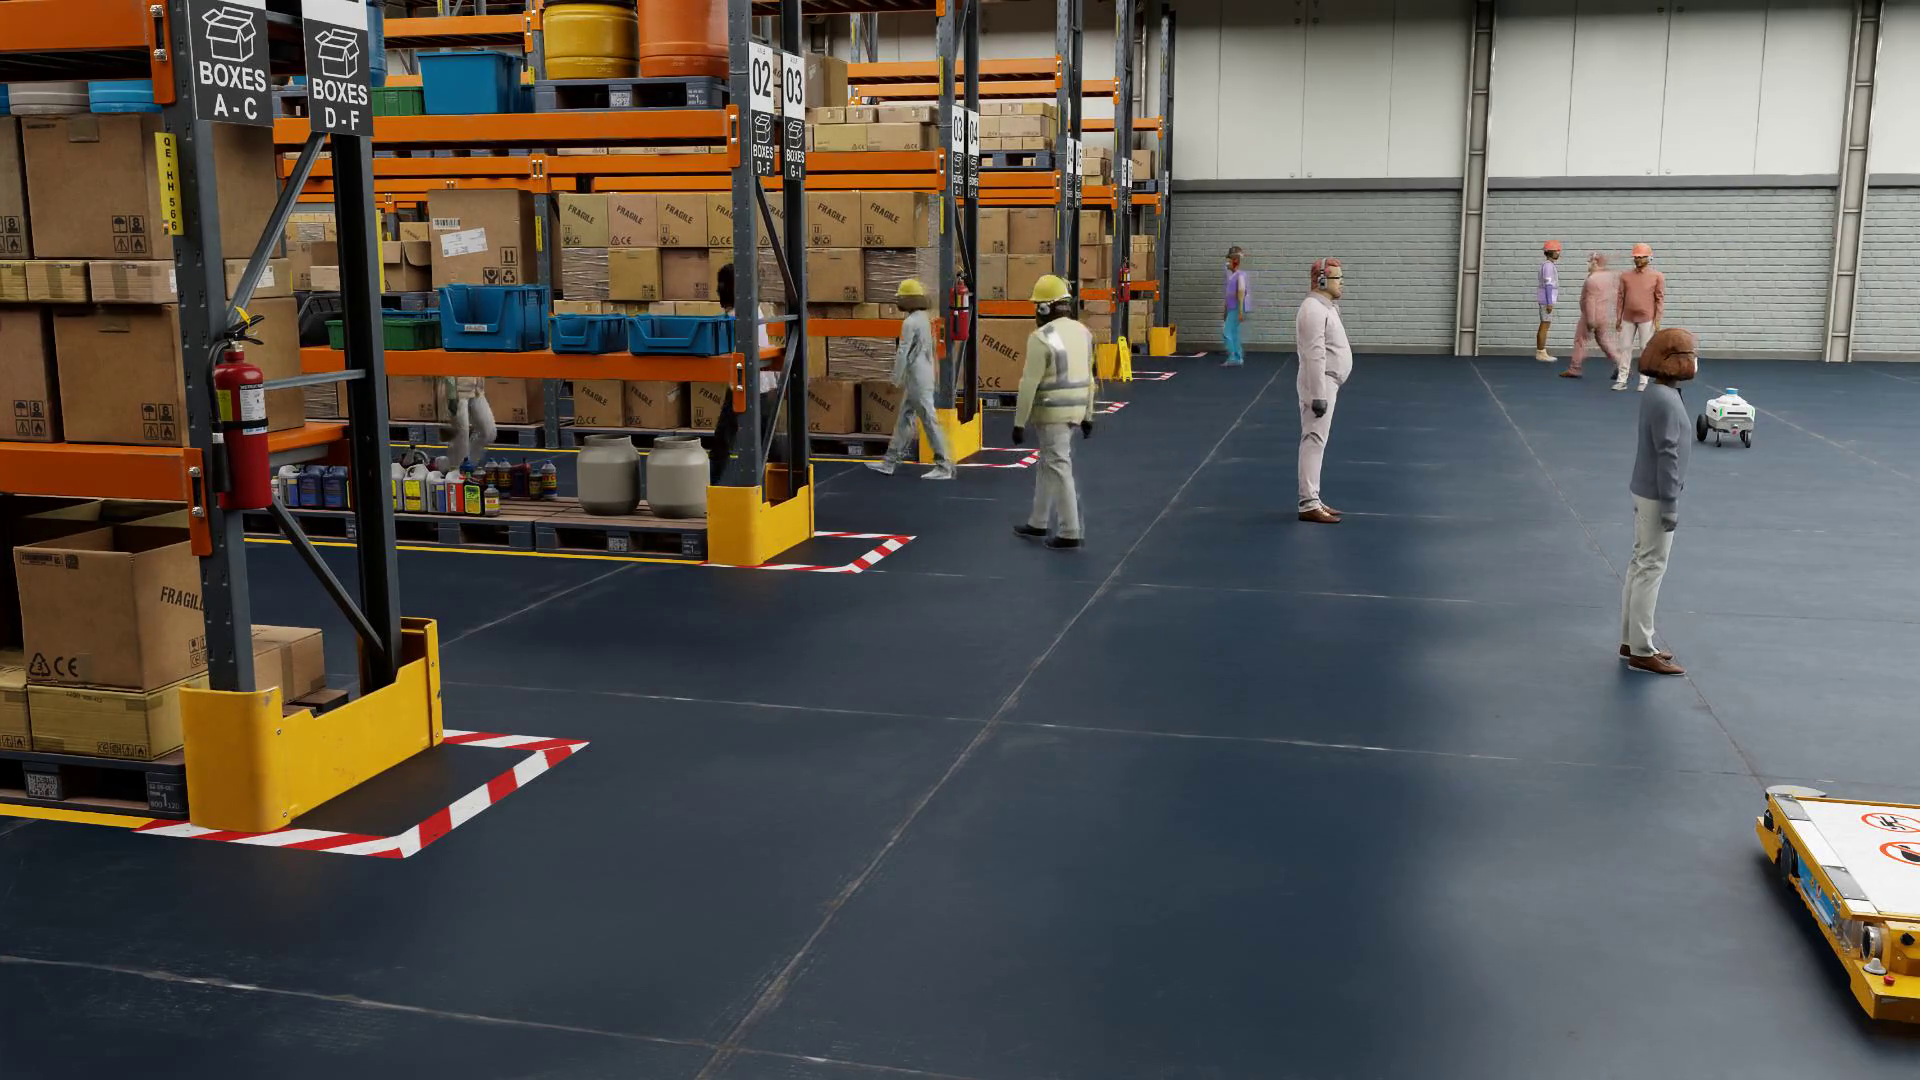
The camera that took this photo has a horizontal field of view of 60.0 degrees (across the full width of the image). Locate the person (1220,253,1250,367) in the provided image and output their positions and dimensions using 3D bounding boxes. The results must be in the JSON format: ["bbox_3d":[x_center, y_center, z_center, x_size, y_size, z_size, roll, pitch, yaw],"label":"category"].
[{"bbox_3d":[4.329,-3.665,26.637,0.583,1.823,0.591,-1,10,-5],"label":"person"}]

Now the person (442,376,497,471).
[{"bbox_3d":[-3.899,-1.136,13.166,0.367,1.623,0.547,3,11,17],"label":"person"}]

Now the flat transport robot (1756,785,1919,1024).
[{"bbox_3d":[2.841,1.041,4.873,0.652,0.197,1.431,3,11,14],"label":"flat transport robot"}]

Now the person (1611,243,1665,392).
[{"bbox_3d":[9.182,-3.005,22.513,0.613,1.995,0.390,9,14,40],"label":"person"}]

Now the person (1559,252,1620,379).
[{"bbox_3d":[9.383,-3.302,24.484,0.634,1.876,0.917,-9,13,-40],"label":"person"}]

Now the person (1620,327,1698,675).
[{"bbox_3d":[3.331,-0.190,7.909,0.286,1.636,0.499,2,11,14],"label":"person"}]

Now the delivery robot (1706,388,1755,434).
[{"bbox_3d":[7.713,-1.275,16.657,0.477,0.478,0.707,2,11,14],"label":"delivery robot"}]

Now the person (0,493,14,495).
[{"bbox_3d":[-5.267,-0.552,8.923,0.375,1.995,0.611,2,11,14],"label":"person"}]

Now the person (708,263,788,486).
[{"bbox_3d":[-1.662,-1.094,12.291,1.002,1.867,0.614,2,10,11],"label":"person"}]

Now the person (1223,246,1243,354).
[{"bbox_3d":[4.914,-4.303,29.861,0.372,1.940,0.631,2,11,14],"label":"person"}]

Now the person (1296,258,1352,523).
[{"bbox_3d":[2.643,-1.086,12.129,0.410,1.909,0.643,2,11,14],"label":"person"}]

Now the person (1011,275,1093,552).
[{"bbox_3d":[0.529,-0.835,11.001,0.759,1.804,0.627,8,13,36],"label":"person"}]

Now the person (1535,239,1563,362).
[{"bbox_3d":[9.925,-4.028,28.037,0.364,2.048,0.608,2,11,14],"label":"person"}]

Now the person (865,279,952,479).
[{"bbox_3d":[-0.455,-1.369,14.239,0.858,1.700,0.504,2,10,12],"label":"person"}]
